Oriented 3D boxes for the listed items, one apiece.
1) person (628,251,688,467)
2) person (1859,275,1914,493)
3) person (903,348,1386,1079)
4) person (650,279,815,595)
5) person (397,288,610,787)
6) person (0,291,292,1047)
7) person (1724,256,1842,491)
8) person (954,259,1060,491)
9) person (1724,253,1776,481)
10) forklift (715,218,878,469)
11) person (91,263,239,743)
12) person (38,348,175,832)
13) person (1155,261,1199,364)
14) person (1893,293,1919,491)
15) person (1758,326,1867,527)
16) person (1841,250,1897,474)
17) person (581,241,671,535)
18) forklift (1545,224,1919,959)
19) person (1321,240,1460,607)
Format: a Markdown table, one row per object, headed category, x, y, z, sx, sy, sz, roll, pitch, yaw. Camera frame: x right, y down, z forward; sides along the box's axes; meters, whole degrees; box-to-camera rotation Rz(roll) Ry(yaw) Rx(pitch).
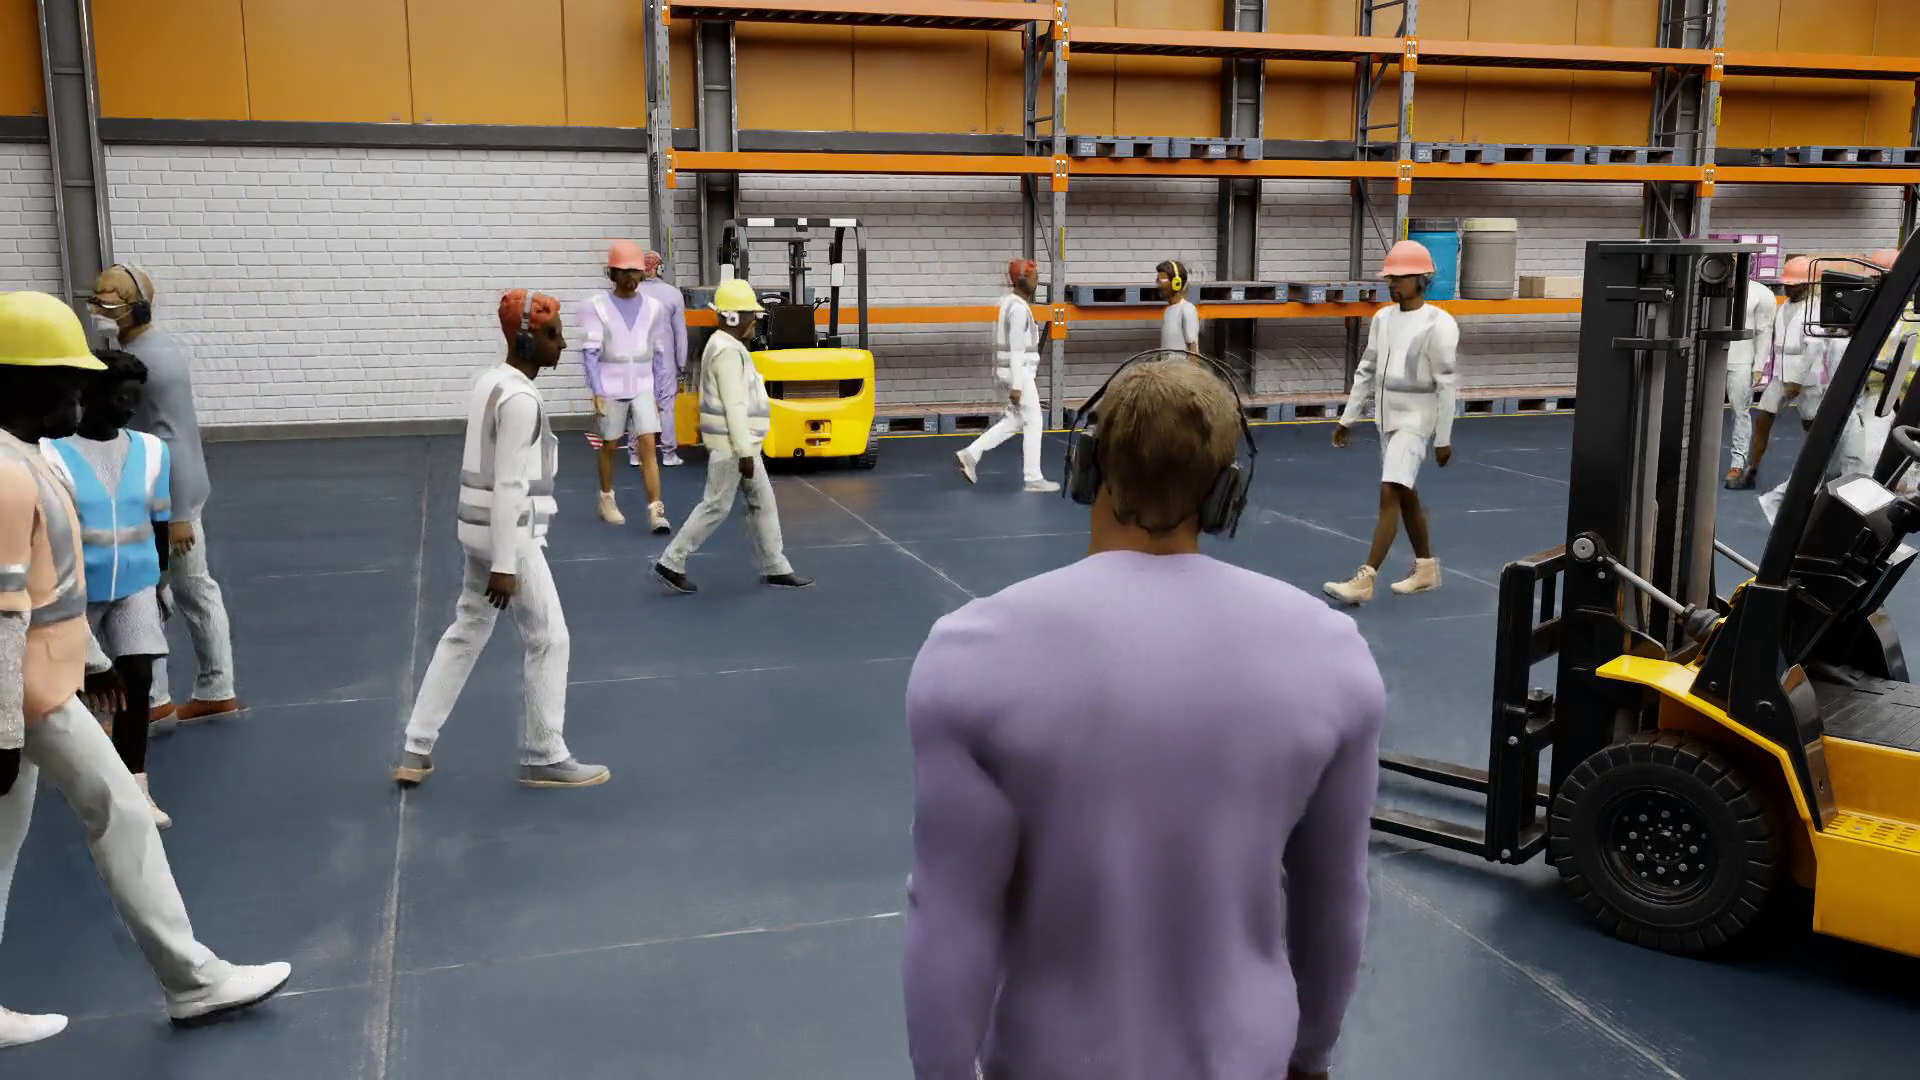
| category | x | y | z | sx | sy | sz | roll | pitch | yaw |
| --- | --- | --- | --- | --- | --- | --- | --- | --- | --- |
| person | -2.713 | -1.588 | 14.674 | 0.647 | 1.900 | 0.403 | 0 | 10 | 1 |
| person | 7.081 | -1.173 | 12.675 | 0.825 | 1.806 | 0.625 | -5 | 11 | -23 |
| person | 0.235 | 0.689 | 2.242 | 0.646 | 1.873 | 1.056 | -2 | 10 | -8 |
| person | -1.324 | -0.570 | 9.398 | 0.912 | 1.798 | 0.601 | -1 | 10 | -5 |
| person | -1.742 | 0.017 | 6.058 | 0.735 | 1.852 | 0.640 | -6 | 12 | -28 |
| person | -2.182 | 0.340 | 4.151 | 0.920 | 1.887 | 0.593 | -7 | 13 | -35 |
| person | 6.676 | -1.311 | 13.250 | 0.976 | 1.884 | 0.533 | -4 | 11 | -20 |
| person | 0.389 | -1.297 | 13.186 | 0.748 | 1.857 | 0.578 | -2 | 10 | -9 |
| person | 6.404 | -1.457 | 13.841 | 0.372 | 1.940 | 0.632 | -9 | 14 | -41 |
| forklift | -1.522 | -1.778 | 14.899 | 1.214 | 2.155 | 2.313 | -3 | 11 | -17 |
| person | -3.283 | -0.134 | 6.650 | 0.692 | 1.911 | 0.708 | -6 | 12 | -29 |
| person | -3.047 | 0.147 | 5.844 | 0.808 | 1.656 | 0.544 | 10 | 14 | 43 |
| person | 1.482 | -1.129 | 12.303 | 0.833 | 1.835 | 0.571 | -2 | 10 | -9 |
| person | 6.880 | -1.037 | 11.859 | 0.451 | 1.823 | 0.643 | 0 | 10 | -3 |
| person | 5.793 | -0.841 | 11.069 | 0.720 | 1.714 | 0.487 | 5 | 12 | 28 |
| person | 7.658 | -1.455 | 13.909 | 0.631 | 1.904 | 0.562 | -1 | 10 | -4 |
| person | -2.301 | -1.042 | 11.438 | 0.619 | 1.996 | 1.037 | -6 | 12 | -28 |
| forklift | 2.909 | 0.117 | 4.508 | 2.313 | 2.155 | 1.214 | 9 | 14 | 40 |
| person | 2.370 | -0.638 | 9.195 | 0.906 | 1.998 | 0.618 | -4 | 11 | -22 |
